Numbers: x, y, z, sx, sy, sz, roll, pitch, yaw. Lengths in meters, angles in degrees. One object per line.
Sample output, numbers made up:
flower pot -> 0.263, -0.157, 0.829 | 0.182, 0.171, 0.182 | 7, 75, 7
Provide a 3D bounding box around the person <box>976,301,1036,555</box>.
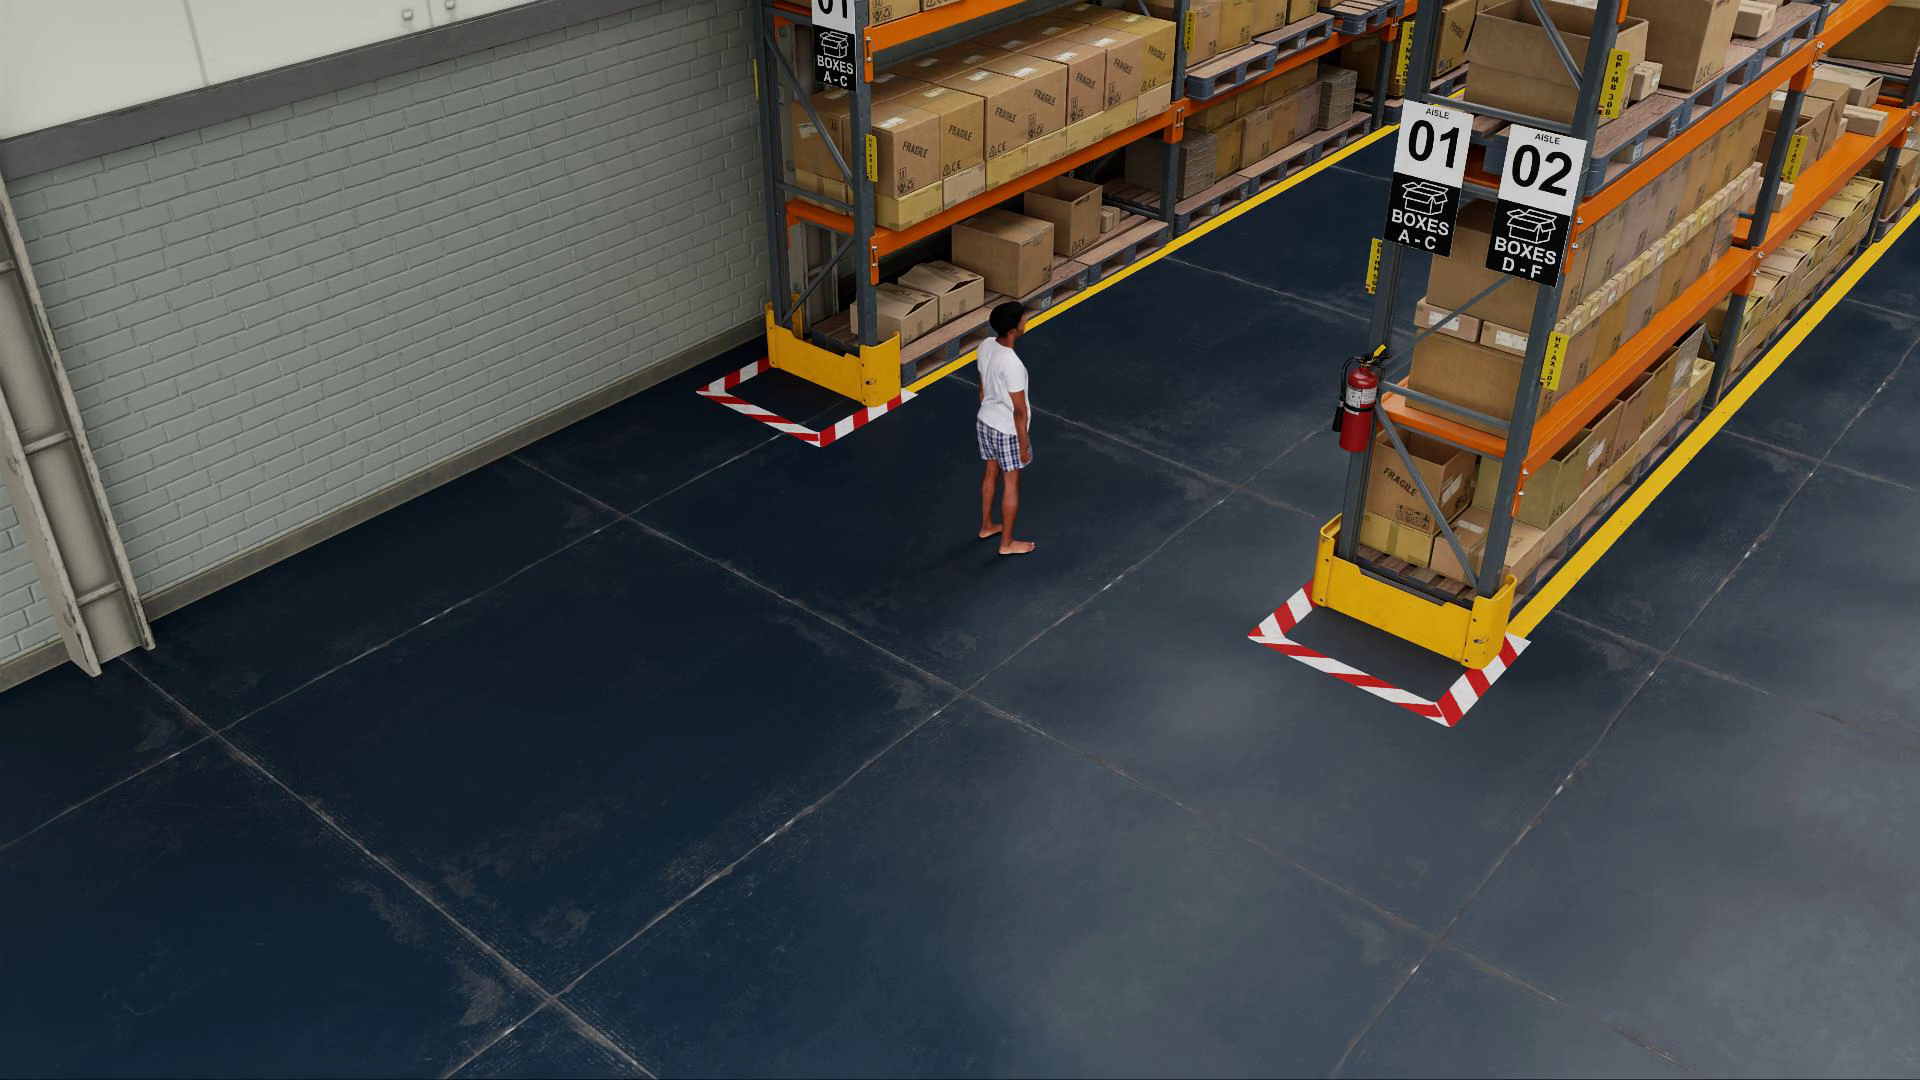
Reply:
person -> 0.274, -0.716, 10.555 | 0.653, 1.734, 0.701 | -17, 37, -24
